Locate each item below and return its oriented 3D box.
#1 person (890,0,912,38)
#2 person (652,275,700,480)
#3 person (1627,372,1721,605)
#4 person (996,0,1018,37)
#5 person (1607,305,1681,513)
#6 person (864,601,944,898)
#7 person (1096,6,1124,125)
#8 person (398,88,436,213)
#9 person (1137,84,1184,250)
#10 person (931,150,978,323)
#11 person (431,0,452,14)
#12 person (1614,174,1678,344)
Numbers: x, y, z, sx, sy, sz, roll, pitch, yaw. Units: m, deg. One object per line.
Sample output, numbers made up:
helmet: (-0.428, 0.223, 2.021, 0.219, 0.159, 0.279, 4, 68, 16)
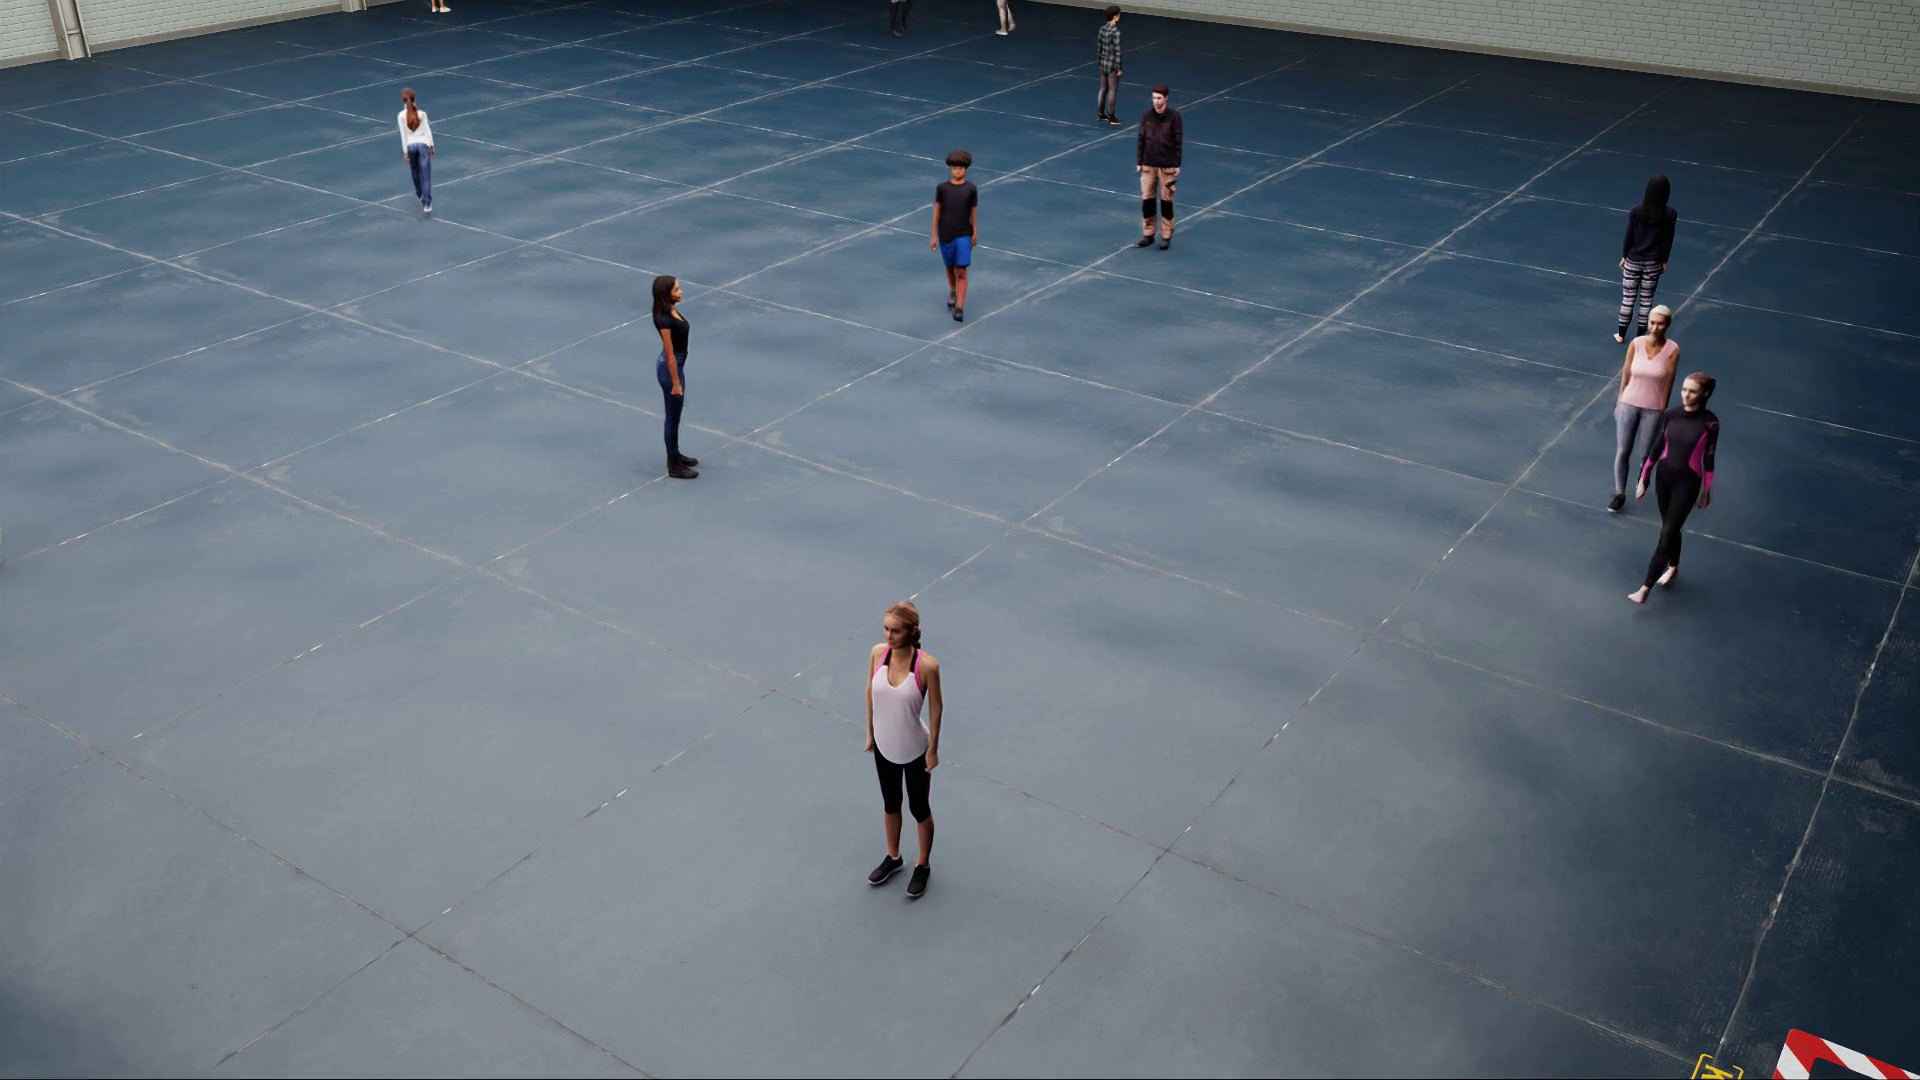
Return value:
person: (-1.249, -10.443, 31.458, 0.692, 1.792, 0.569, 19, 33, 33)
person: (-2.414, -1.374, 13.908, 0.703, 1.735, 0.637, -3, 27, -7)
person: (5.252, -0.409, 12.061, 1.112, 1.709, 0.788, -21, 34, -35)
person: (0.906, -10.452, 31.634, 0.701, 1.646, 0.635, 22, 35, 36)
person: (5.496, -1.083, 13.367, 0.544, 1.713, 0.808, 17, 32, 29)
person: (-0.301, 1.114, 9.018, 0.630, 1.788, 0.558, 13, 30, 24)
person: (2.236, -7.126, 24.897, 0.671, 1.715, 0.742, -16, 31, -28)
person: (-6.822, -4.870, 20.938, 1.007, 1.513, 1.076, -4, 28, -9)
person: (2.359, -4.408, 19.598, 0.753, 1.921, 0.688, 11, 29, 20)
person: (-0.053, -3.215, 17.473, 0.983, 1.744, 1.248, 3, 27, 7)
person: (-10.743, -11.690, 33.882, 0.627, 1.789, 0.610, 10, 29, 19)
person: (6.886, -2.828, 16.733, 0.667, 1.734, 0.618, 9, 28, 16)
